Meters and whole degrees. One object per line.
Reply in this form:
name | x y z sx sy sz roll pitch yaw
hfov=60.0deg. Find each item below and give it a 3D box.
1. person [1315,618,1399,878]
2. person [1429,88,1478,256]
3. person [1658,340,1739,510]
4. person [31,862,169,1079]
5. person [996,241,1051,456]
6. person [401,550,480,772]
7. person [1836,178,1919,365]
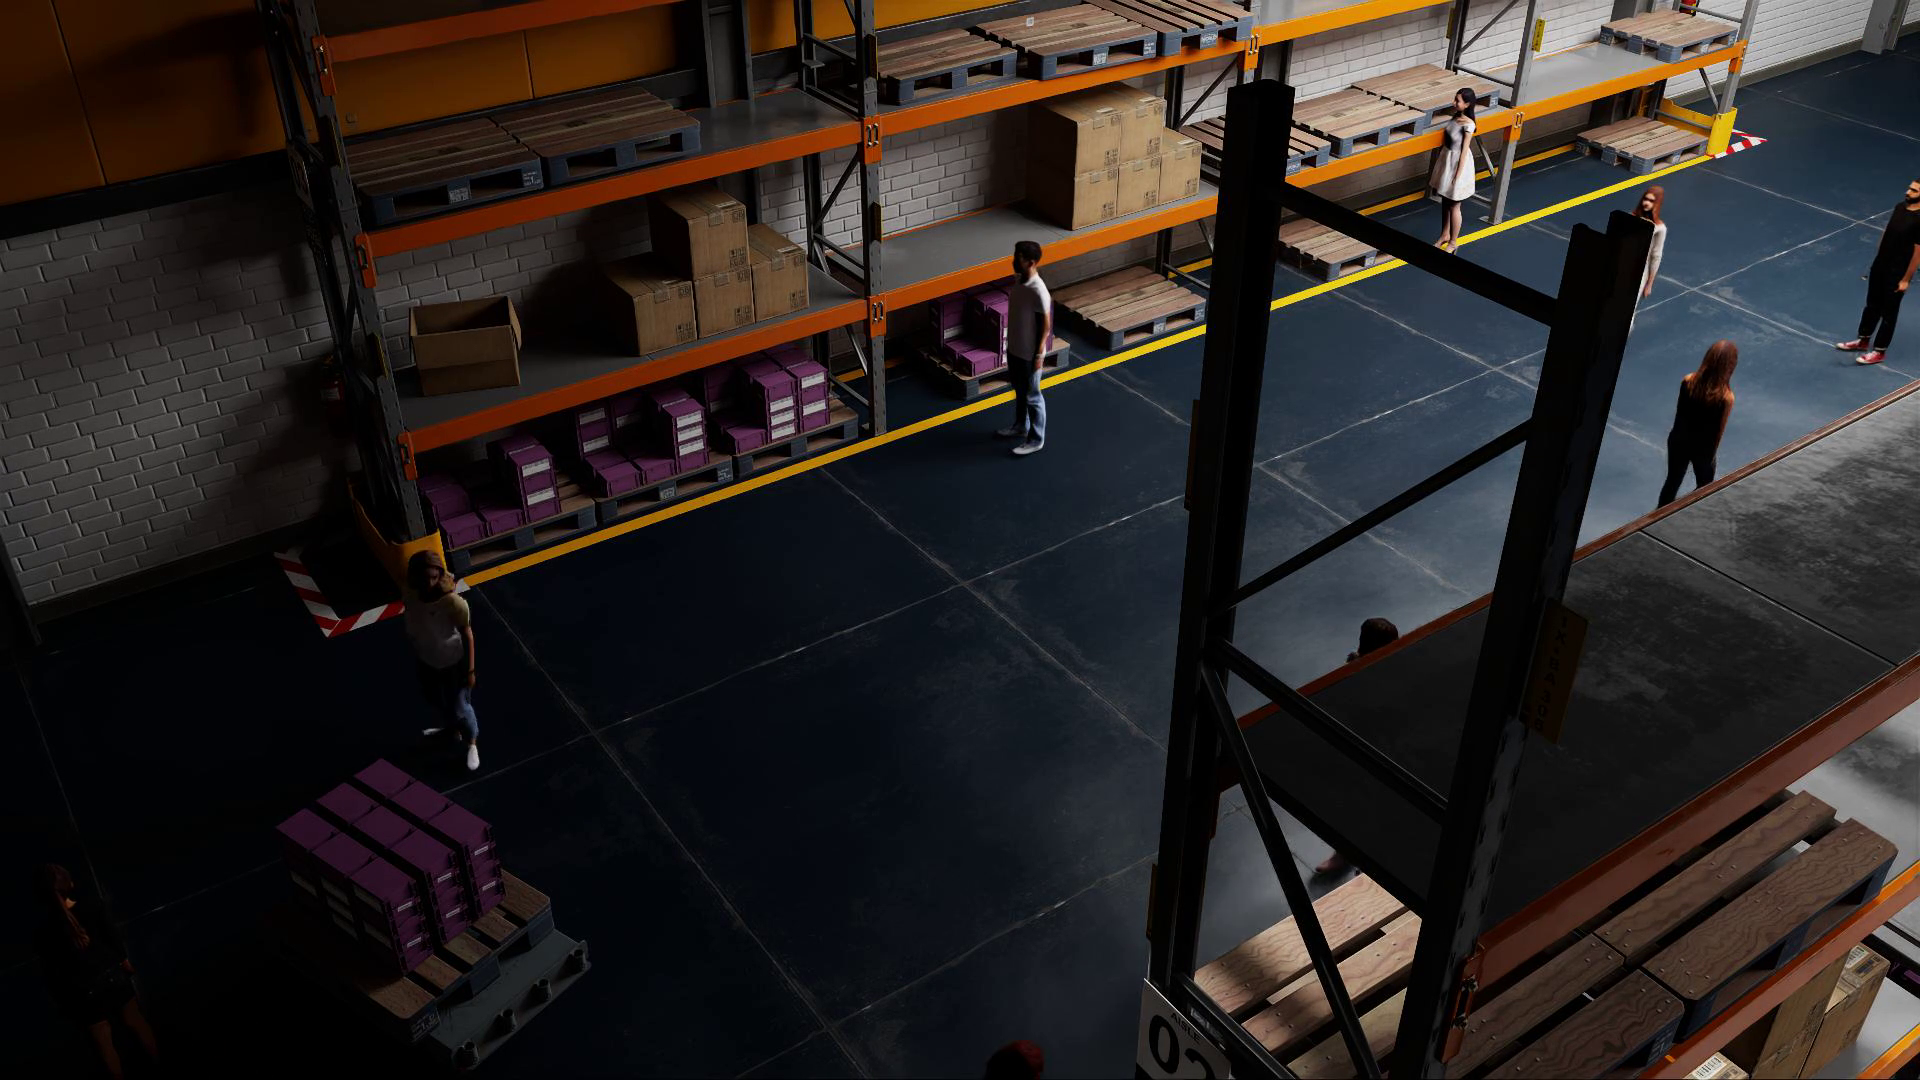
person | 2.386 1.201 9.499 0.729 1.835 0.756 -15 36 -21
person | 5.058 -3.763 17.027 0.795 1.769 0.774 -3 34 -5
person | 5.440 -0.679 12.439 0.721 1.712 0.589 -24 40 -31
person | -4.309 2.194 8.258 0.653 1.555 0.543 26 41 33
person | 0.551 -1.593 13.678 0.637 1.862 0.724 -12 35 -17
person | -3.215 0.716 10.356 0.893 1.694 0.860 22 39 29
person | 8.467 -2.456 15.070 0.717 1.758 0.718 -5 34 -8
